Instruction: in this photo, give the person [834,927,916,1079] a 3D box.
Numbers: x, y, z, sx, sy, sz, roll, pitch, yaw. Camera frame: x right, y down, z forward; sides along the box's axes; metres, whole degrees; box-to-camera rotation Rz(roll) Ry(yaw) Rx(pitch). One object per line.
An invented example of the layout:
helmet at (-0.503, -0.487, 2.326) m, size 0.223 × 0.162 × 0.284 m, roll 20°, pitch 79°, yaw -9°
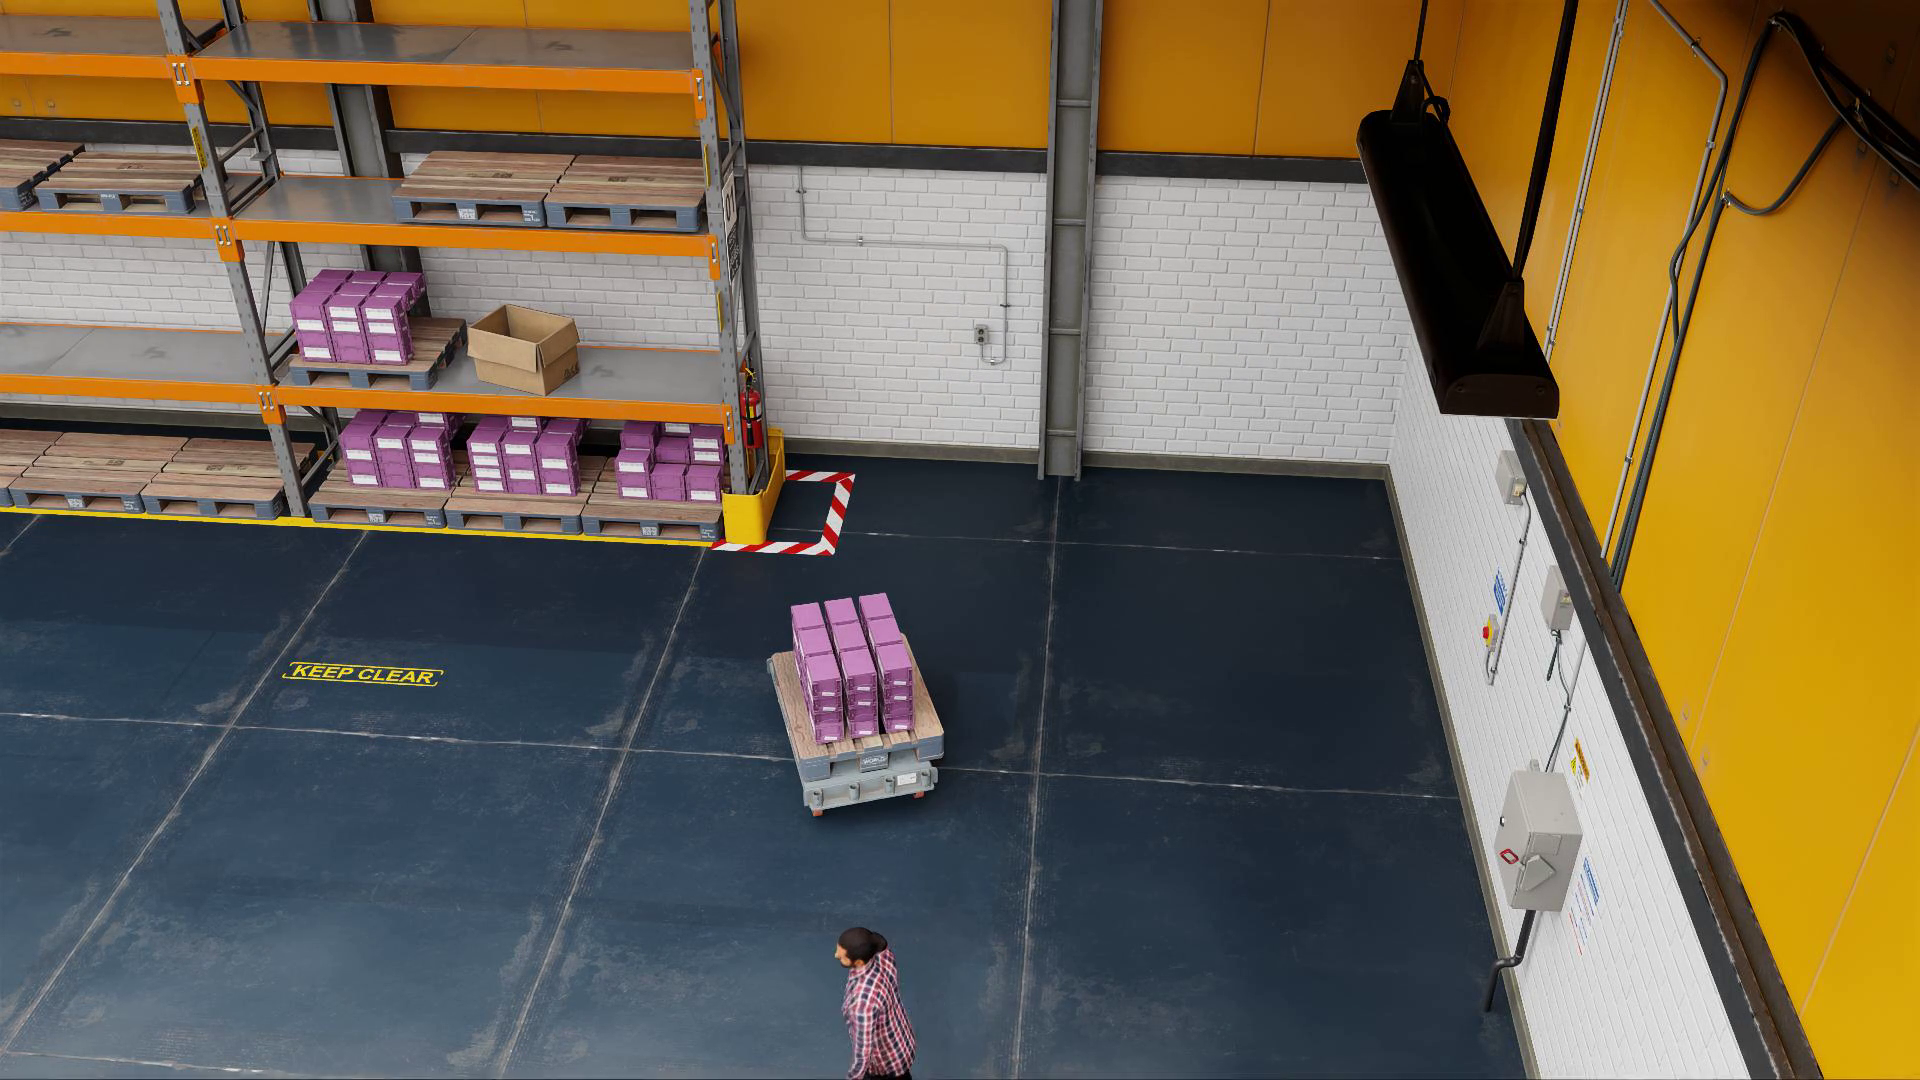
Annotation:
person at (-0.337, 2.689, 8.823) m, size 1.096 × 1.726 × 0.764 m, roll 2°, pitch 34°, yaw 3°
